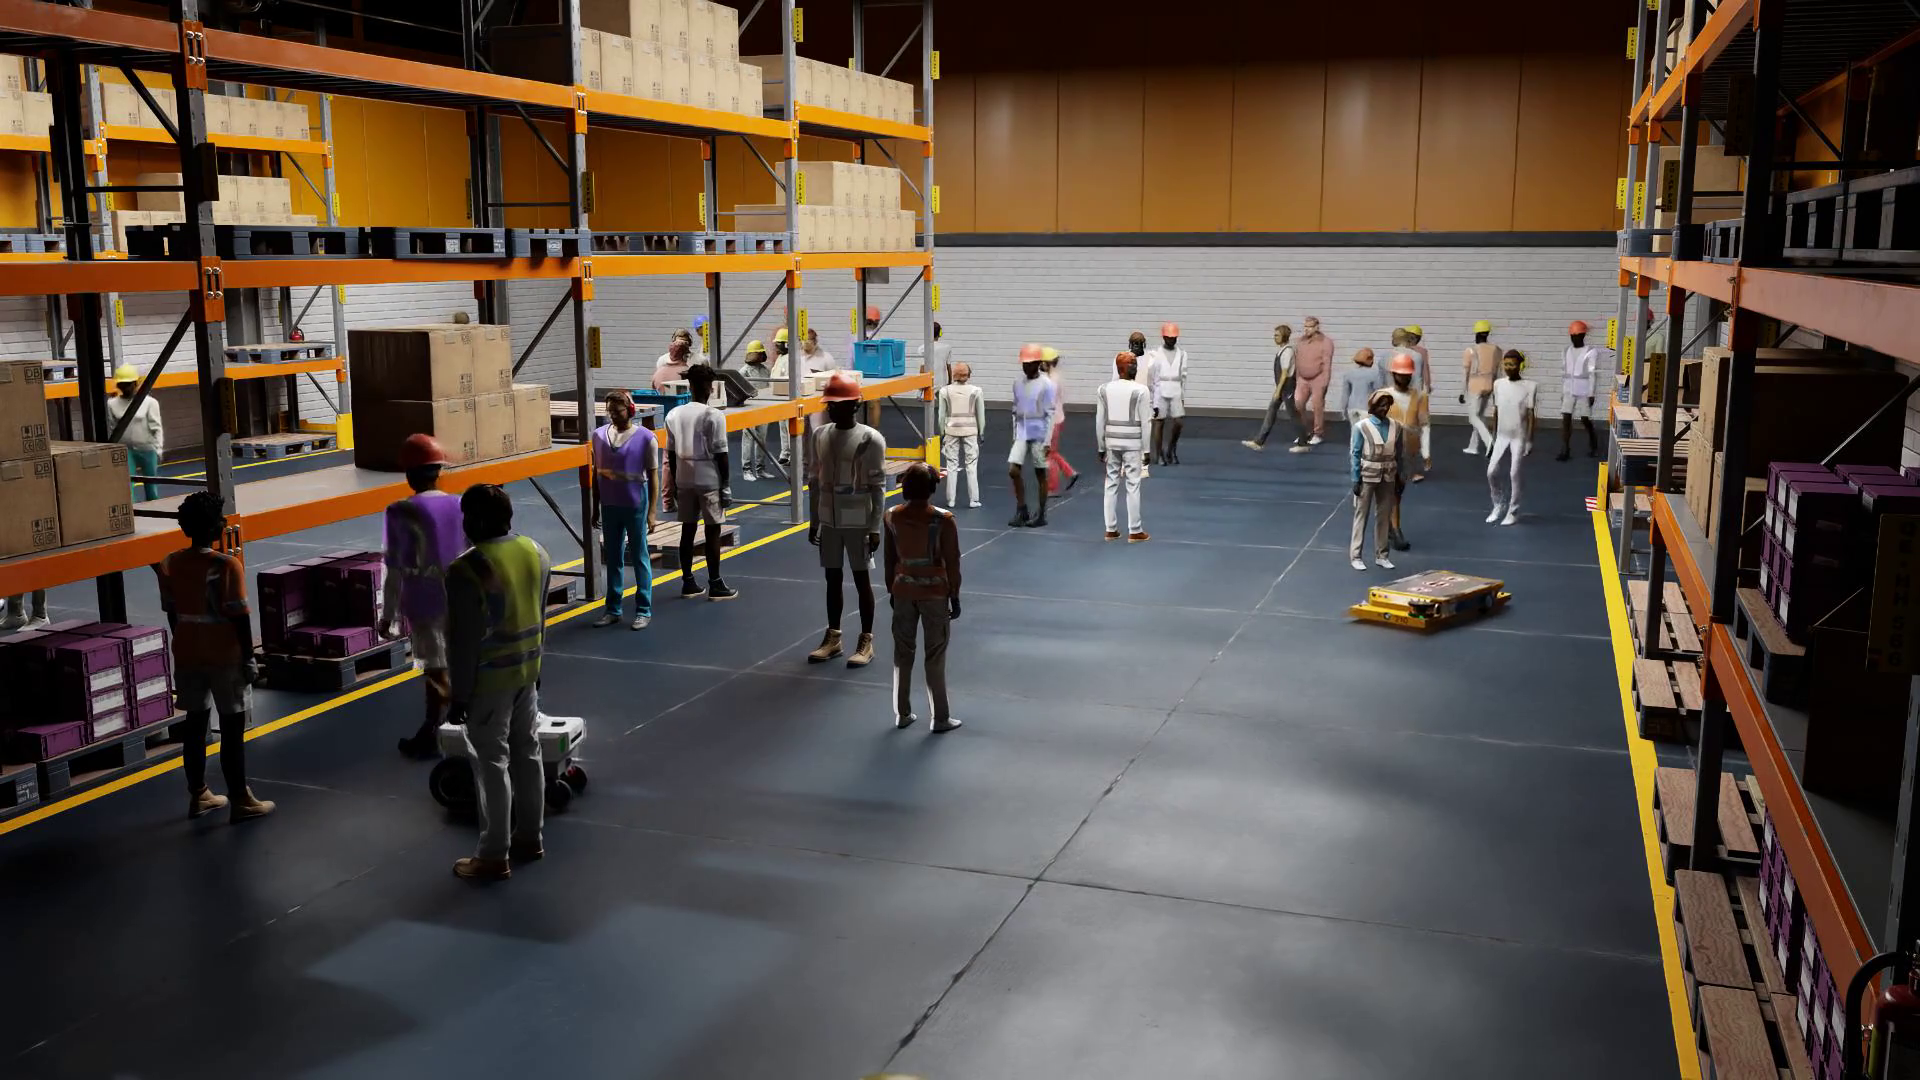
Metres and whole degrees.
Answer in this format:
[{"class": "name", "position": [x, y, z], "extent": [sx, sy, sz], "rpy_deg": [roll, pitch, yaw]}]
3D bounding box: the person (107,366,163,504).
[{"class": "person", "position": [-8.250, -0.876, 16.635], "extent": [0.541, 1.717, 0.898], "rpy_deg": [-3, 10, -14]}]

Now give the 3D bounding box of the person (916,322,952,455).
[{"class": "person", "position": [-0.354, -2.108, 23.192], "extent": [0.520, 1.865, 0.328], "rpy_deg": [-4, 11, -19]}]

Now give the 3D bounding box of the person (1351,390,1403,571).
[{"class": "person", "position": [3.749, -0.536, 14.998], "extent": [0.509, 1.629, 0.315], "rpy_deg": [-3, 11, -17]}]

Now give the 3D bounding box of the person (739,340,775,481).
[{"class": "person", "position": [-2.531, -1.612, 20.733], "extent": [0.288, 1.746, 0.487], "rpy_deg": [8, 13, 39]}]

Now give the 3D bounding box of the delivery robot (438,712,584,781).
[{"class": "delivery robot", "position": [-2.359, 1.060, 8.770], "extent": [0.707, 0.478, 0.477], "rpy_deg": [1, 10, 6]}]

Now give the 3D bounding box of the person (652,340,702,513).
[{"class": "person", "position": [-3.039, -1.227, 18.146], "extent": [0.635, 1.900, 0.401], "rpy_deg": [6, 12, 31]}]

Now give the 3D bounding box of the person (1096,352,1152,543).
[{"class": "person", "position": [1.620, -0.913, 16.404], "extent": [0.575, 1.883, 0.362], "rpy_deg": [6, 12, 32]}]

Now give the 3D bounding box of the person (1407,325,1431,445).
[{"class": "person", "position": [6.620, -2.266, 24.368], "extent": [0.359, 1.761, 0.543], "rpy_deg": [-7, 13, -36]}]

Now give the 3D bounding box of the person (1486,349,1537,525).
[{"class": "person", "position": [5.755, -1.056, 17.320], "extent": [0.523, 1.853, 0.477], "rpy_deg": [9, 13, 41]}]

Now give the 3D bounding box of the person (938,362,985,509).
[{"class": "person", "position": [0.019, -1.161, 18.496], "extent": [0.523, 1.636, 0.311], "rpy_deg": [1, 10, 8]}]

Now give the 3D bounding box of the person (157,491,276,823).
[{"class": "person", "position": [-3.786, 0.595, 8.436], "extent": [0.535, 1.697, 0.318], "rpy_deg": [4, 11, 20]}]

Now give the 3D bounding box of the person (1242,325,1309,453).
[{"class": "person", "position": [4.485, -2.103, 23.331], "extent": [0.969, 1.796, 0.518], "rpy_deg": [0, 10, 0]}]

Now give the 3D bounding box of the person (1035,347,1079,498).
[{"class": "person", "position": [1.094, -1.357, 19.270], "extent": [0.473, 1.746, 0.587], "rpy_deg": [2, 10, 9]}]

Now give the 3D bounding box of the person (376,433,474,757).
[{"class": "person", "position": [-2.863, 0.361, 9.219], "extent": [0.948, 1.900, 0.542], "rpy_deg": [7, 12, 33]}]

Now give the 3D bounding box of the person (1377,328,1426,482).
[{"class": "person", "position": [5.489, -1.674, 20.668], "extent": [0.467, 1.895, 0.764], "rpy_deg": [-8, 13, -38]}]

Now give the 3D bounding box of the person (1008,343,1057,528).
[{"class": "person", "position": [0.702, -1.058, 17.108], "extent": [0.579, 1.918, 0.609], "rpy_deg": [8, 13, 37]}]

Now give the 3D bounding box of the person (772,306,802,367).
[{"class": "person", "position": [-2.771, -2.846, 27.018], "extent": [0.625, 1.980, 0.650], "rpy_deg": [-5, 11, -27]}]

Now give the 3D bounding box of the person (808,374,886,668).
[{"class": "person", "position": [-0.806, -0.134, 11.567], "extent": [0.607, 2.044, 0.379], "rpy_deg": [5, 11, 28]}]

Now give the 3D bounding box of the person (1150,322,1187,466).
[{"class": "person", "position": [2.745, -1.923, 22.005], "extent": [0.558, 1.921, 0.448], "rpy_deg": [-2, 10, -9]}]

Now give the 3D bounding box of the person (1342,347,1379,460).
[{"class": "person", "position": [5.156, -1.682, 21.475], "extent": [0.510, 1.610, 0.517], "rpy_deg": [8, 13, 37]}]

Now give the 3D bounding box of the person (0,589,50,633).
[{"class": "person", "position": [-7.161, -0.221, 12.550], "extent": [0.533, 1.868, 0.310], "rpy_deg": [4, 11, 22]}]

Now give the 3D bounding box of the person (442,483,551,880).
[{"class": "person", "position": [-2.166, 0.649, 7.730], "extent": [0.429, 1.843, 0.631], "rpy_deg": [4, 11, 22]}]

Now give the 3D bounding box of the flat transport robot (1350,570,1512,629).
[{"class": "flat transport robot", "position": [3.766, 0.455, 13.238], "extent": [0.652, 0.197, 1.431], "rpy_deg": [9, 14, 43]}]

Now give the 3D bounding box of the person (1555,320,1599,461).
[{"class": "person", "position": [8.455, -2.041, 22.662], "extent": [0.770, 1.917, 0.546], "rpy_deg": [-9, 14, -43]}]

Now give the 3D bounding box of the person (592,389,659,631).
[{"class": "person", "position": [-2.553, -0.234, 12.702], "extent": [0.563, 1.841, 0.390], "rpy_deg": [4, 11, 19]}]

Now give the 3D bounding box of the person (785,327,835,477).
[{"class": "person", "position": [-1.894, -1.707, 20.815], "extent": [0.652, 1.905, 0.403], "rpy_deg": [2, 10, 12]}]

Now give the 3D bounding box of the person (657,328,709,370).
[{"class": "person", "position": [-3.297, -1.558, 19.878], "extent": [0.635, 1.938, 0.359], "rpy_deg": [-3, 10, -15]}]

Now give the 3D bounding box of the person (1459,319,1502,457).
[{"class": "person", "position": [7.225, -2.090, 22.981], "extent": [0.589, 1.905, 0.801], "rpy_deg": [-3, 10, -16]}]

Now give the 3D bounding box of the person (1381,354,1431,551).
[{"class": "person", "position": [4.282, -0.881, 16.250], "extent": [0.550, 1.890, 1.015], "rpy_deg": [-1, 10, -4]}]

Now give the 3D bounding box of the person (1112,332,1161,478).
[{"class": "person", "position": [2.208, -1.694, 20.938], "extent": [0.619, 1.838, 0.430], "rpy_deg": [1, 10, 5]}]

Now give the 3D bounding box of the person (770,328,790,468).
[{"class": "person", "position": [-2.293, -1.863, 21.897], "extent": [0.403, 1.833, 0.591], "rpy_deg": [-5, 11, -27]}]

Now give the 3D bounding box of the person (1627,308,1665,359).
[{"class": "person", "position": [10.267, -2.494, 25.023], "extent": [0.410, 1.986, 0.614], "rpy_deg": [-8, 13, -37]}]

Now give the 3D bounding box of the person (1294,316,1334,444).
[{"class": "person", "position": [5.156, -2.332, 24.399], "extent": [0.673, 1.881, 0.519], "rpy_deg": [9, 13, 41]}]

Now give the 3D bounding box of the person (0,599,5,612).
[{"class": "person", "position": [-7.716, -0.170, 12.365], "extent": [0.714, 1.828, 1.014], "rpy_deg": [3, 11, 19]}]

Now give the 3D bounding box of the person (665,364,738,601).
[{"class": "person", "position": [-2.129, -0.471, 13.702], "extent": [0.602, 1.959, 0.371], "rpy_deg": [5, 11, 28]}]

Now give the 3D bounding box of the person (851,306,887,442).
[{"class": "person", "position": [-1.368, -2.404, 24.396], "extent": [0.614, 2.029, 0.722], "rpy_deg": [5, 11, 27]}]

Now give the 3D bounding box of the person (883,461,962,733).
[{"class": "person", "position": [-0.227, 0.345, 9.999], "extent": [0.514, 1.643, 0.307], "rpy_deg": [5, 11, 27]}]

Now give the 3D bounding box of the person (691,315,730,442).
[{"class": "person", "position": [-3.769, -2.370, 24.569], "extent": [0.656, 1.908, 0.667], "rpy_deg": [-4, 11, -23]}]

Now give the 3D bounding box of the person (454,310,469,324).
[{"class": "person", "position": [-7.731, -2.598, 25.811], "extent": [0.633, 1.918, 0.779], "rpy_deg": [1, 10, 3]}]

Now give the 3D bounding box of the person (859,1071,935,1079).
[{"class": "person", "position": [-0.064, 1.593, 2.165], "extent": [0.372, 1.928, 0.584], "rpy_deg": [-8, 13, -39]}]
